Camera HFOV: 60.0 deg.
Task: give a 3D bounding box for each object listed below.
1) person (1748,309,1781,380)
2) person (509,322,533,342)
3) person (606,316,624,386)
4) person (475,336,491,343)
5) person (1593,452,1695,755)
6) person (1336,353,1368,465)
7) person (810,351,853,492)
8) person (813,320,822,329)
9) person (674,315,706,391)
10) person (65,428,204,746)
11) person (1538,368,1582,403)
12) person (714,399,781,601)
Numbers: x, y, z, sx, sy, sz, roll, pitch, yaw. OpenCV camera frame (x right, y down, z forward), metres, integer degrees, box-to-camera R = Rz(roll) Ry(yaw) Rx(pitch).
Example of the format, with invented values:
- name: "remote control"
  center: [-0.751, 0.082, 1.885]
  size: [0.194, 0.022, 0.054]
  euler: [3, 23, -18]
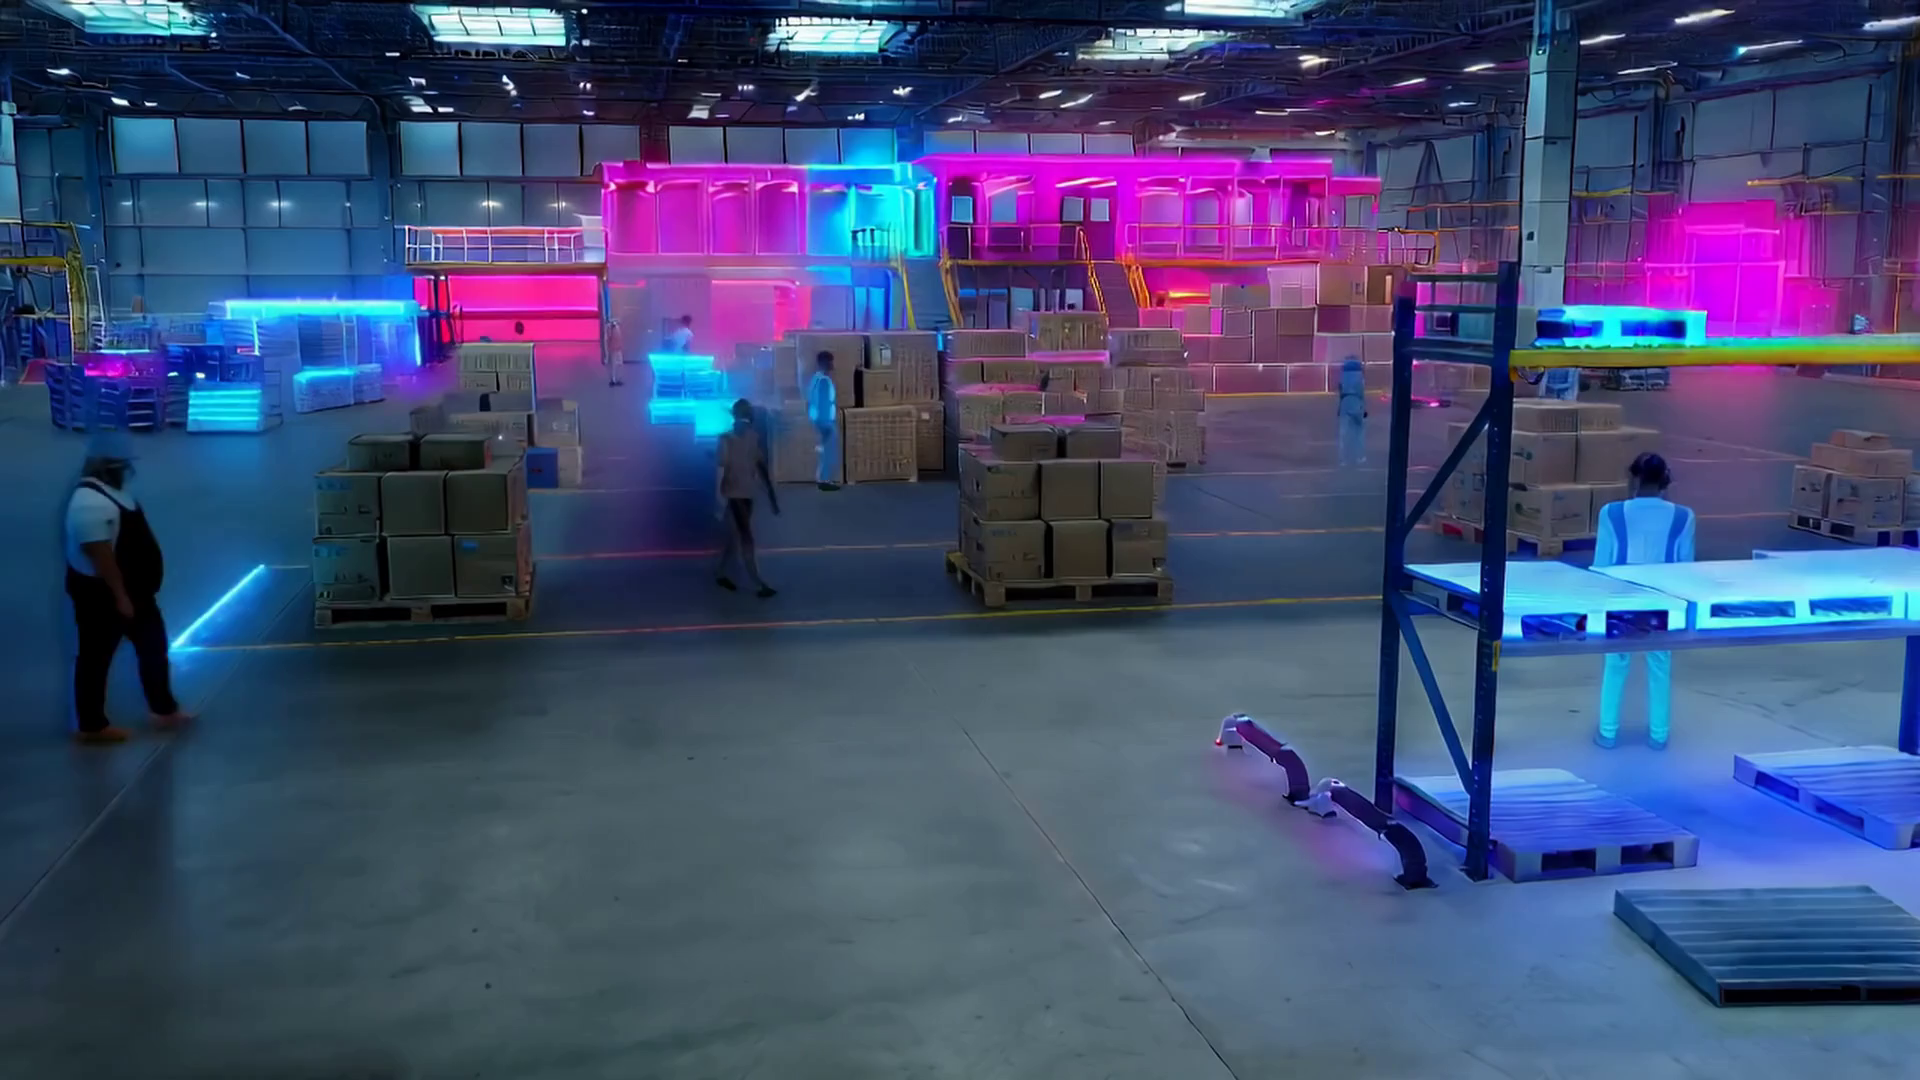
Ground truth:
- name: "person"
  center: [21.258, -5.130, 43.854]
  size: [0.686, 1.911, 0.613]
  euler: [6, 11, 34]
- name: "person"
  center: [-9.195, -3.643, 34.925]
  size: [0.519, 1.865, 0.331]
  euler: [-4, 10, -23]
- name: "person"
  center: [-8.751, -4.800, 42.273]
  size: [0.326, 1.767, 0.533]
  euler: [7, 12, 37]
- name: "person"
  center: [-7.517, -2.303, 26.608]
  size: [0.549, 1.918, 0.757]
  euler: [5, 10, 26]
- name: "person"
  center: [4.210, 0.394, 10.293]
  size: [0.573, 1.876, 0.355]
  euler: [2, 10, 15]
- name: "person"
  center: [5.971, -1.992, 25.342]
  size: [0.504, 1.714, 0.750]
  euler: [5, 11, 30]
- name: "person"
  center: [-1.683, -1.581, 22.269]
  size: [0.643, 1.886, 0.619]
  euler: [-1, 9, -6]
- name: "person"
  center: [-3.165, -4.073, 37.645]
  size: [0.509, 1.824, 0.441]
  euler: [-9, 13, -43]
- name: "person"
  center: [-6.327, -4.247, 38.486]
  size: [0.628, 1.913, 1.024]
  euler: [5, 11, 30]
- name: "person"
  center: [-5.211, 0.283, 10.453]
  size: [0.830, 2.000, 0.693]
  euler: [-1, 9, -7]
- name: "person"
  center: [9.886, -2.383, 27.478]
  size: [0.656, 1.788, 0.969]
  euler: [7, 11, 35]
- name: "person"
  center: [-1.955, -0.376, 15.146]
  size: [0.971, 1.821, 0.541]
  euler: [8, 13, 42]
